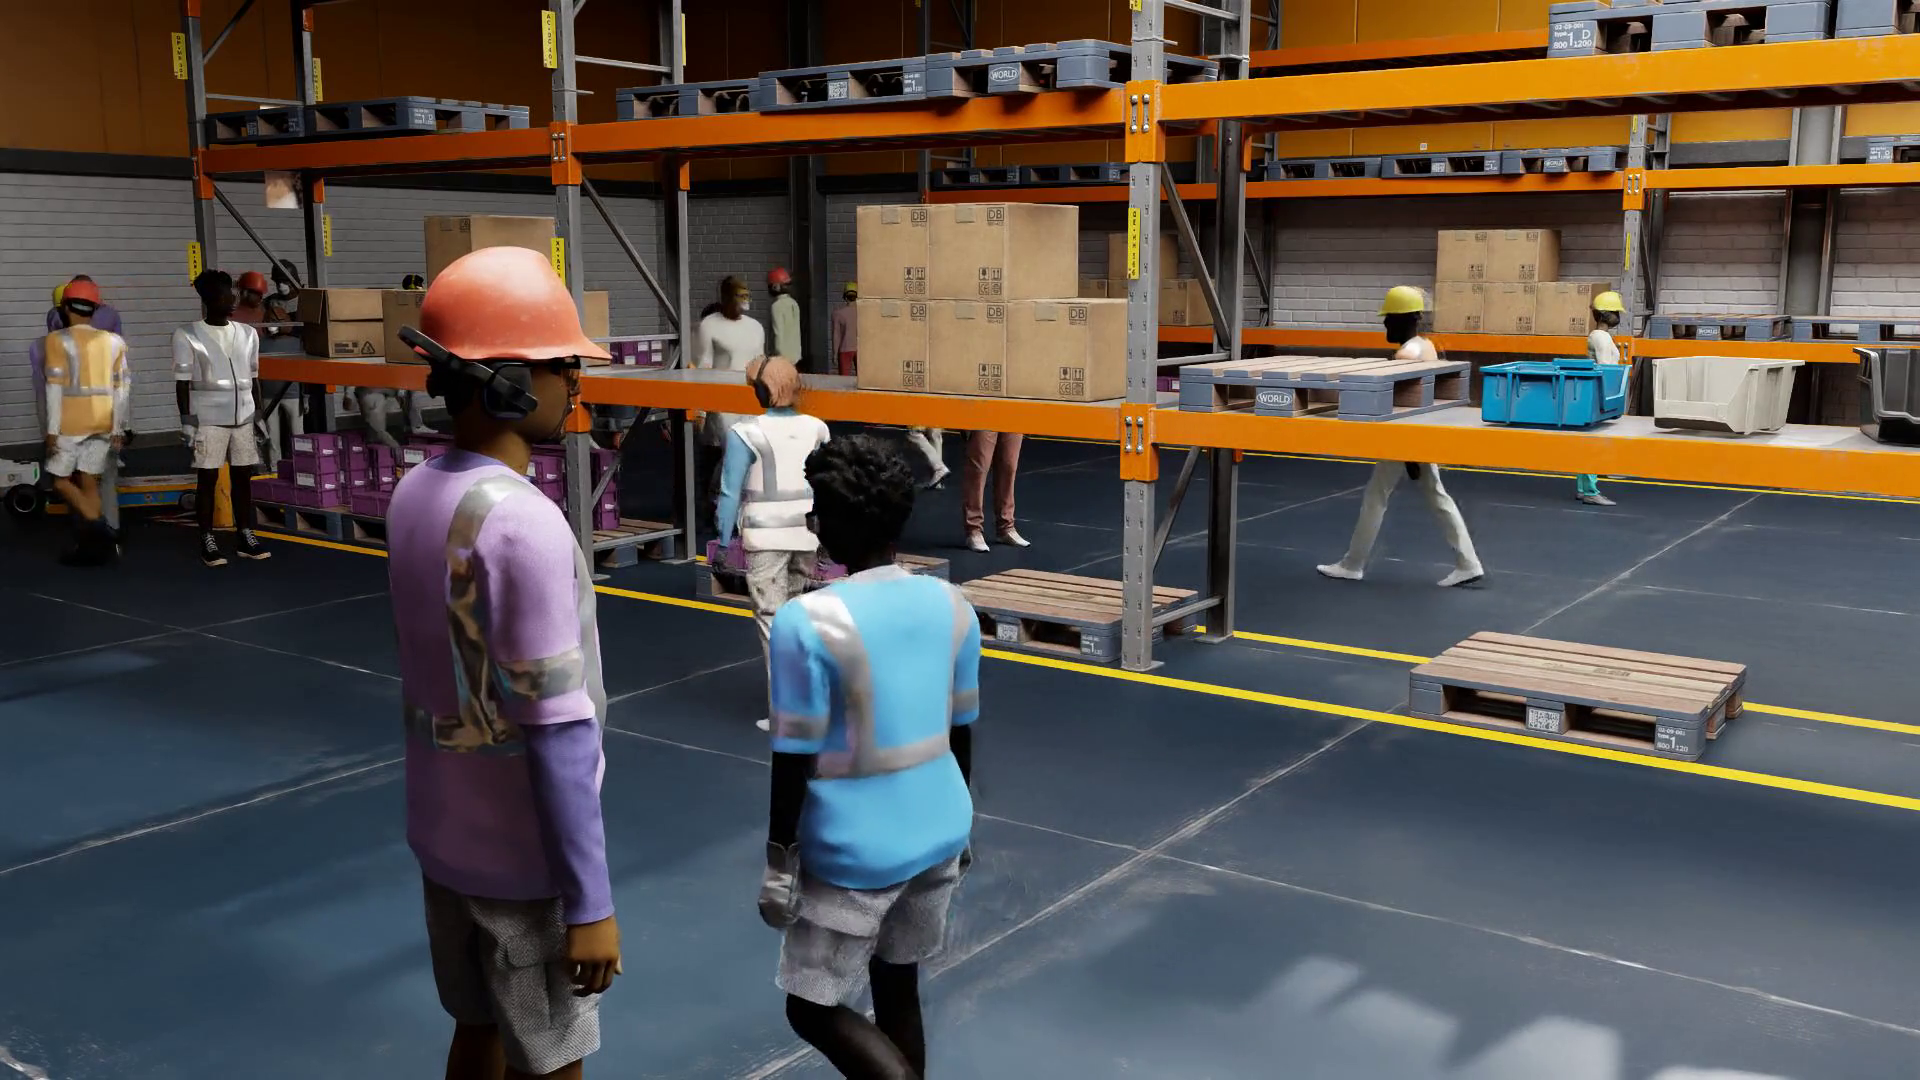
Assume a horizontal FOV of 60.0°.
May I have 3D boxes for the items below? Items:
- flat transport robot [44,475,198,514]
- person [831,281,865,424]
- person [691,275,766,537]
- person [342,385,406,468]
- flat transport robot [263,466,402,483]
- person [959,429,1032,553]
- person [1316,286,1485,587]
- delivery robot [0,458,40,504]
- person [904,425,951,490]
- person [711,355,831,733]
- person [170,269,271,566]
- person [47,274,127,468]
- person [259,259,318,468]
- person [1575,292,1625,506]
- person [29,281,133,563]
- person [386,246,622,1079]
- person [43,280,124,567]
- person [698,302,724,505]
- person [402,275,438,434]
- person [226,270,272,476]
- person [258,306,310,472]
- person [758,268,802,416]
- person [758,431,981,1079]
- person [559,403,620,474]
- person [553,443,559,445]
[{"bbox_3d":[-6.660,-0.389,13.619,1.431,0.197,0.652,-4,10,-24],"label":"flat transport robot"},{"bbox_3d":[-1.349,-2.329,20.725,0.525,1.769,0.316,-3,10,-16],"label":"person"},{"bbox_3d":[-1.628,-0.952,12.058,0.440,1.921,0.645,8,12,38],"label":"person"},{"bbox_3d":[-5.107,-1.331,14.745,0.779,1.795,0.635,4,10,21],"label":"person"},{"bbox_3d":[-5.326,-0.491,14.221,1.431,0.197,0.652,-7,12,-35],"label":"flat transport robot"},{"bbox_3d":[0.255,-0.875,11.645,0.643,1.909,0.411,-7,12,-36],"label":"person"},{"bbox_3d":[2.801,-0.634,10.332,1.029,1.877,0.586,6,11,34],"label":"person"},{"bbox_3d":[-7.628,-0.483,13.057,0.707,0.478,0.477,-5,11,-28],"label":"delivery robot"},{"bbox_3d":[-0.279,-1.235,14.607,0.362,1.625,0.545,4,10,24],"label":"person"},{"bbox_3d":[-0.794,0.027,7.133,0.452,1.623,0.523,9,13,44],"label":"person"},{"bbox_3d":[-4.935,-0.820,11.139,0.361,1.965,0.613,7,12,36],"label":"person"},{"bbox_3d":[-8.460,-1.621,16.160,0.661,1.895,0.409,-5,11,-28],"label":"person"},{"bbox_3d":[-6.474,-1.687,16.087,0.689,2.000,0.539,-1,10,-7],"label":"person"},{"bbox_3d":[5.330,-1.173,13.837,0.305,1.771,0.525,2,10,10],"label":"person"},{"bbox_3d":[-5.912,-0.796,11.233,0.586,1.893,0.898,-5,11,-27],"label":"person"},{"bbox_3d":[-0.763,0.525,2.907,0.370,2.044,0.608,-7,12,-38],"label":"person"},{"bbox_3d":[-5.747,-0.754,10.946,0.491,1.904,0.590,4,10,23],"label":"person"},{"bbox_3d":[-1.907,-1.012,13.086,0.319,1.697,0.533,-5,11,-26],"label":"person"},{"bbox_3d":[-6.386,-2.166,19.467,0.327,1.865,0.519,-8,12,-39],"label":"person"},{"bbox_3d":[-6.591,-1.521,15.422,0.949,1.951,0.606,7,12,35],"label":"person"},{"bbox_3d":[-5.902,-1.212,14.467,0.500,1.633,0.280,-1,10,-3],"label":"person"},{"bbox_3d":[-2.020,-2.030,18.411,1.029,1.936,0.620,4,10,24],"label":"person"},{"bbox_3d":[-0.107,0.630,3.344,0.540,1.675,0.552,8,13,41],"label":"person"},{"bbox_3d":[-3.249,-1.270,14.172,0.527,1.846,0.570,3,10,18],"label":"person"},{"bbox_3d":[-3.941,-1.612,16.069,0.435,1.904,0.590,5,11,26],"label":"person"}]
